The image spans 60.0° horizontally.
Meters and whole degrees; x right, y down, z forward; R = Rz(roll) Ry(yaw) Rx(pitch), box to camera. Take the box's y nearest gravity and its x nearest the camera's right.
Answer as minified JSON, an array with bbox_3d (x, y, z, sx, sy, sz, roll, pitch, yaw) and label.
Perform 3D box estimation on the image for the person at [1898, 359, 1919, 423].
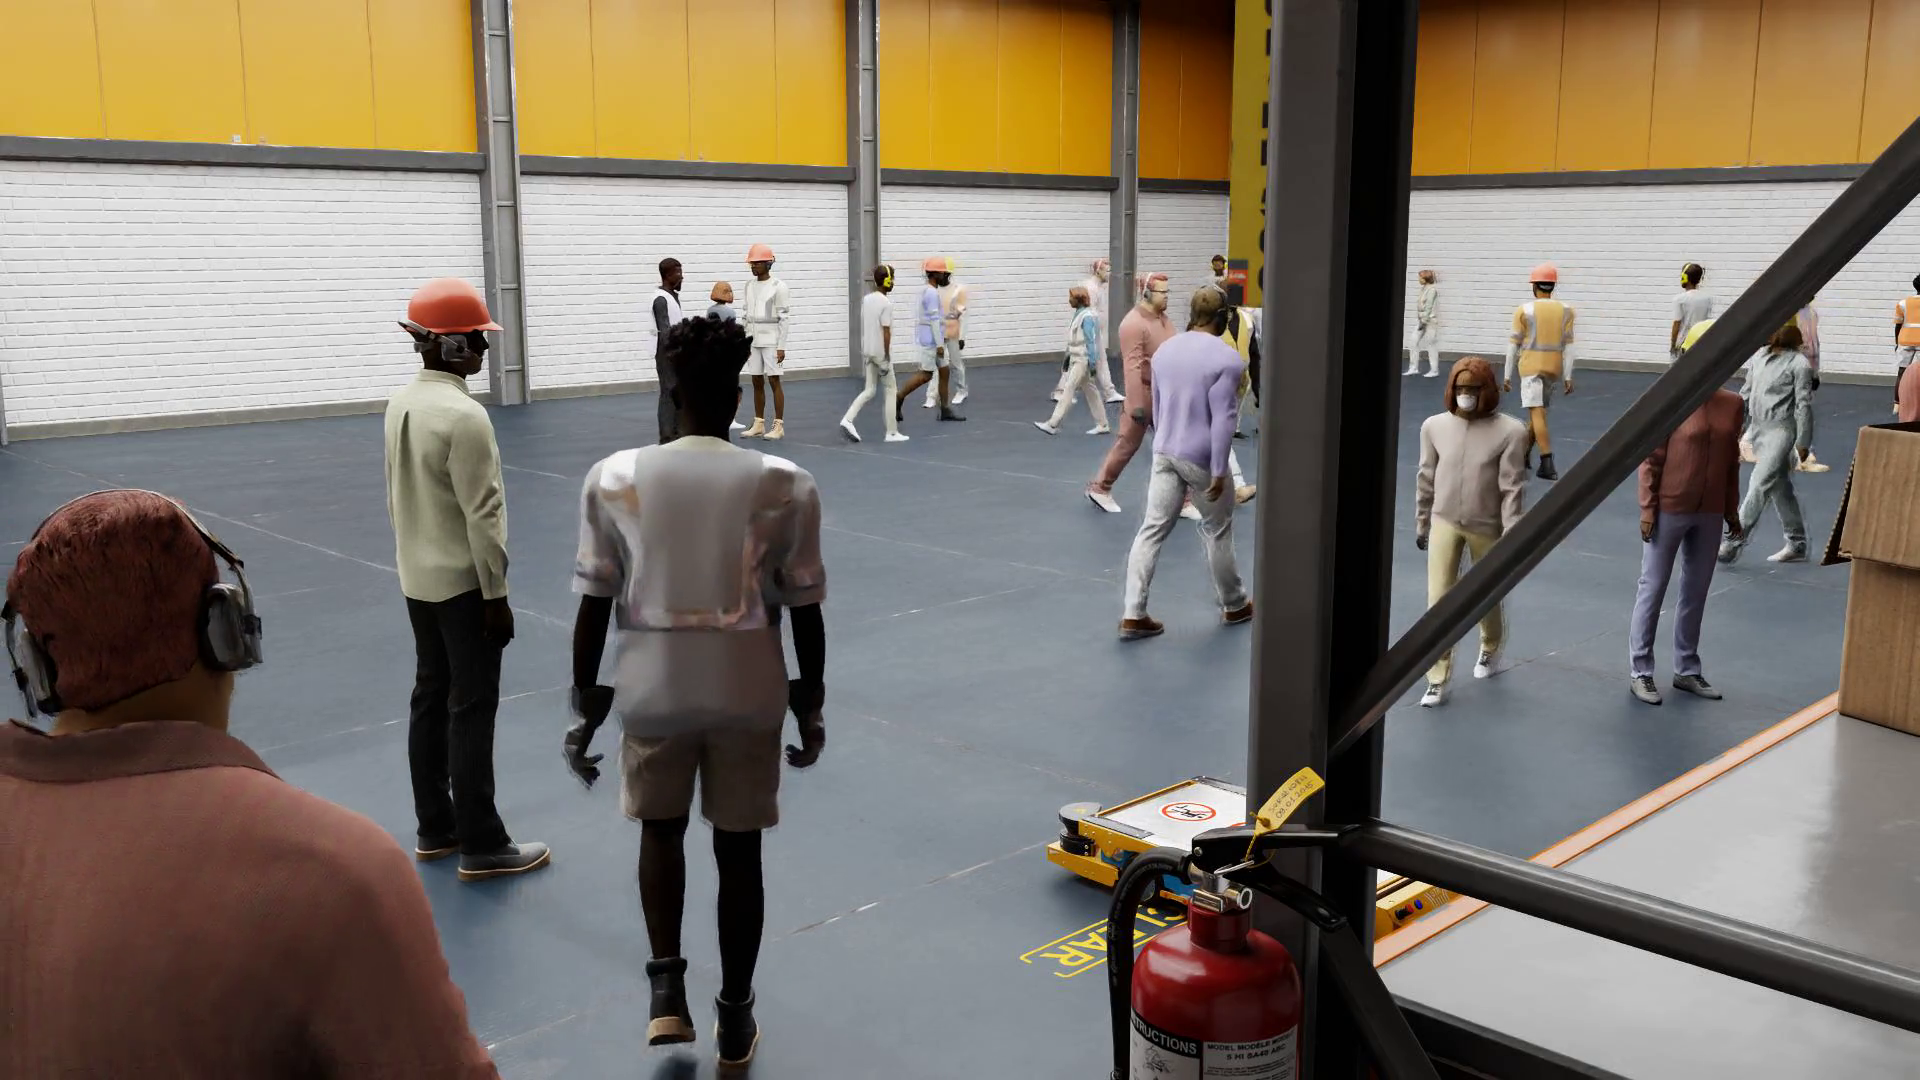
[{"bbox_3d":[4.131,-0.119,6.920,0.608,1.995,0.377,-5,11,-25],"label":"person"}]

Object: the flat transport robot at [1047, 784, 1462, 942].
[{"bbox_3d":[1.022,1.042,5.290,0.652,0.197,1.431,-10,14,-44],"label":"flat transport robot"}]

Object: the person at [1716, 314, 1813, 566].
[{"bbox_3d":[5.173,-0.665,10.715,0.904,1.697,0.493,-2,11,-9],"label":"person"}]

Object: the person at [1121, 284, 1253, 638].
[{"bbox_3d":[1.228,-0.420,8.919,1.004,1.882,0.633,-10,14,-43],"label":"person"}]

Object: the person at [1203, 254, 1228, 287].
[{"bbox_3d":[3.886,-3.346,24.927,0.571,1.848,0.418,3,11,14],"label":"person"}]

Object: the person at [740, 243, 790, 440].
[{"bbox_3d":[-2.057,-2.061,17.374,0.608,2.044,0.377,7,13,35],"label":"person"}]

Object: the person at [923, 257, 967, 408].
[{"bbox_3d":[-0.161,-2.606,20.851,0.603,1.875,1.005,4,11,23],"label":"person"}]

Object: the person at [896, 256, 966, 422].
[{"bbox_3d":[-0.399,-2.281,18.977,0.859,1.910,0.545,0,10,1],"label":"person"}]

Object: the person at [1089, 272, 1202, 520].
[{"bbox_3d":[1.408,-1.095,12.601,0.982,1.865,0.654,9,13,39],"label":"person"}]

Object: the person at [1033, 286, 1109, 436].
[{"bbox_3d":[1.209,-1.892,17.695,0.884,1.584,0.526,-1,10,-7],"label":"person"}]

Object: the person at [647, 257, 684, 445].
[{"bbox_3d":[-2.822,-1.791,16.258,0.436,1.918,0.595,1,10,4],"label":"person"}]

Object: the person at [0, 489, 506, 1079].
[{"bbox_3d":[-0.770,0.885,1.793,0.775,1.871,0.718,3,11,17],"label":"person"}]

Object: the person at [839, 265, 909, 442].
[{"bbox_3d":[-0.907,-1.896,17.073,0.774,1.840,0.533,-9,14,-40],"label":"person"}]

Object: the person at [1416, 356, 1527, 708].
[{"bbox_3d":[2.375,-0.071,7.748,0.499,1.594,0.829,6,12,29],"label":"person"}]

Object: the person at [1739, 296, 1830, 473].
[{"bbox_3d":[7.591,-1.550,15.292,0.628,1.800,0.961,-7,12,-33],"label":"person"}]

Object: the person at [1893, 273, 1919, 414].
[{"bbox_3d":[11.357,-2.319,19.732,0.317,1.696,0.539,-10,14,-44],"label":"person"}]

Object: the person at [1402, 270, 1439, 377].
[{"bbox_3d":[6.949,-3.244,25.008,0.638,1.614,0.514,-2,11,-8],"label":"person"}]

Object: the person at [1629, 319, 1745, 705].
[{"bbox_3d":[3.339,-0.125,7.599,0.524,1.760,0.327,-3,11,-14],"label":"person"}]

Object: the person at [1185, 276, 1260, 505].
[{"bbox_3d":[2.162,-1.179,13.215,0.648,1.797,0.941,-7,12,-32],"label":"person"}]

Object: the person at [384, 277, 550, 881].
[{"bbox_3d":[-1.669,0.134,5.537,0.381,1.994,0.619,-10,14,-44],"label":"person"}]

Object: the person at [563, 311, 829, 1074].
[{"bbox_3d":[-0.667,0.397,4.251,0.681,1.940,0.449,-1,10,-4],"label":"person"}]

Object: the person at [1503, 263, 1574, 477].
[{"bbox_3d":[5.176,-1.520,14.860,0.560,1.892,0.983,-1,10,-7],"label":"person"}]

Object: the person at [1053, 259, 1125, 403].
[{"bbox_3d":[1.650,-2.641,21.127,0.978,1.835,0.674,3,11,14],"label":"person"}]

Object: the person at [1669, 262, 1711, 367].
[{"bbox_3d":[7.712,-1.996,17.545,0.516,1.855,0.602,-4,11,-20],"label":"person"}]

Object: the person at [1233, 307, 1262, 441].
[{"bbox_3d":[3.104,-1.928,17.324,0.849,1.795,0.600,-4,11,-19],"label":"person"}]

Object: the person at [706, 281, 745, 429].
[{"bbox_3d":[-2.610,-2.042,18.389,0.279,1.633,0.505,-10,14,-44],"label":"person"}]
